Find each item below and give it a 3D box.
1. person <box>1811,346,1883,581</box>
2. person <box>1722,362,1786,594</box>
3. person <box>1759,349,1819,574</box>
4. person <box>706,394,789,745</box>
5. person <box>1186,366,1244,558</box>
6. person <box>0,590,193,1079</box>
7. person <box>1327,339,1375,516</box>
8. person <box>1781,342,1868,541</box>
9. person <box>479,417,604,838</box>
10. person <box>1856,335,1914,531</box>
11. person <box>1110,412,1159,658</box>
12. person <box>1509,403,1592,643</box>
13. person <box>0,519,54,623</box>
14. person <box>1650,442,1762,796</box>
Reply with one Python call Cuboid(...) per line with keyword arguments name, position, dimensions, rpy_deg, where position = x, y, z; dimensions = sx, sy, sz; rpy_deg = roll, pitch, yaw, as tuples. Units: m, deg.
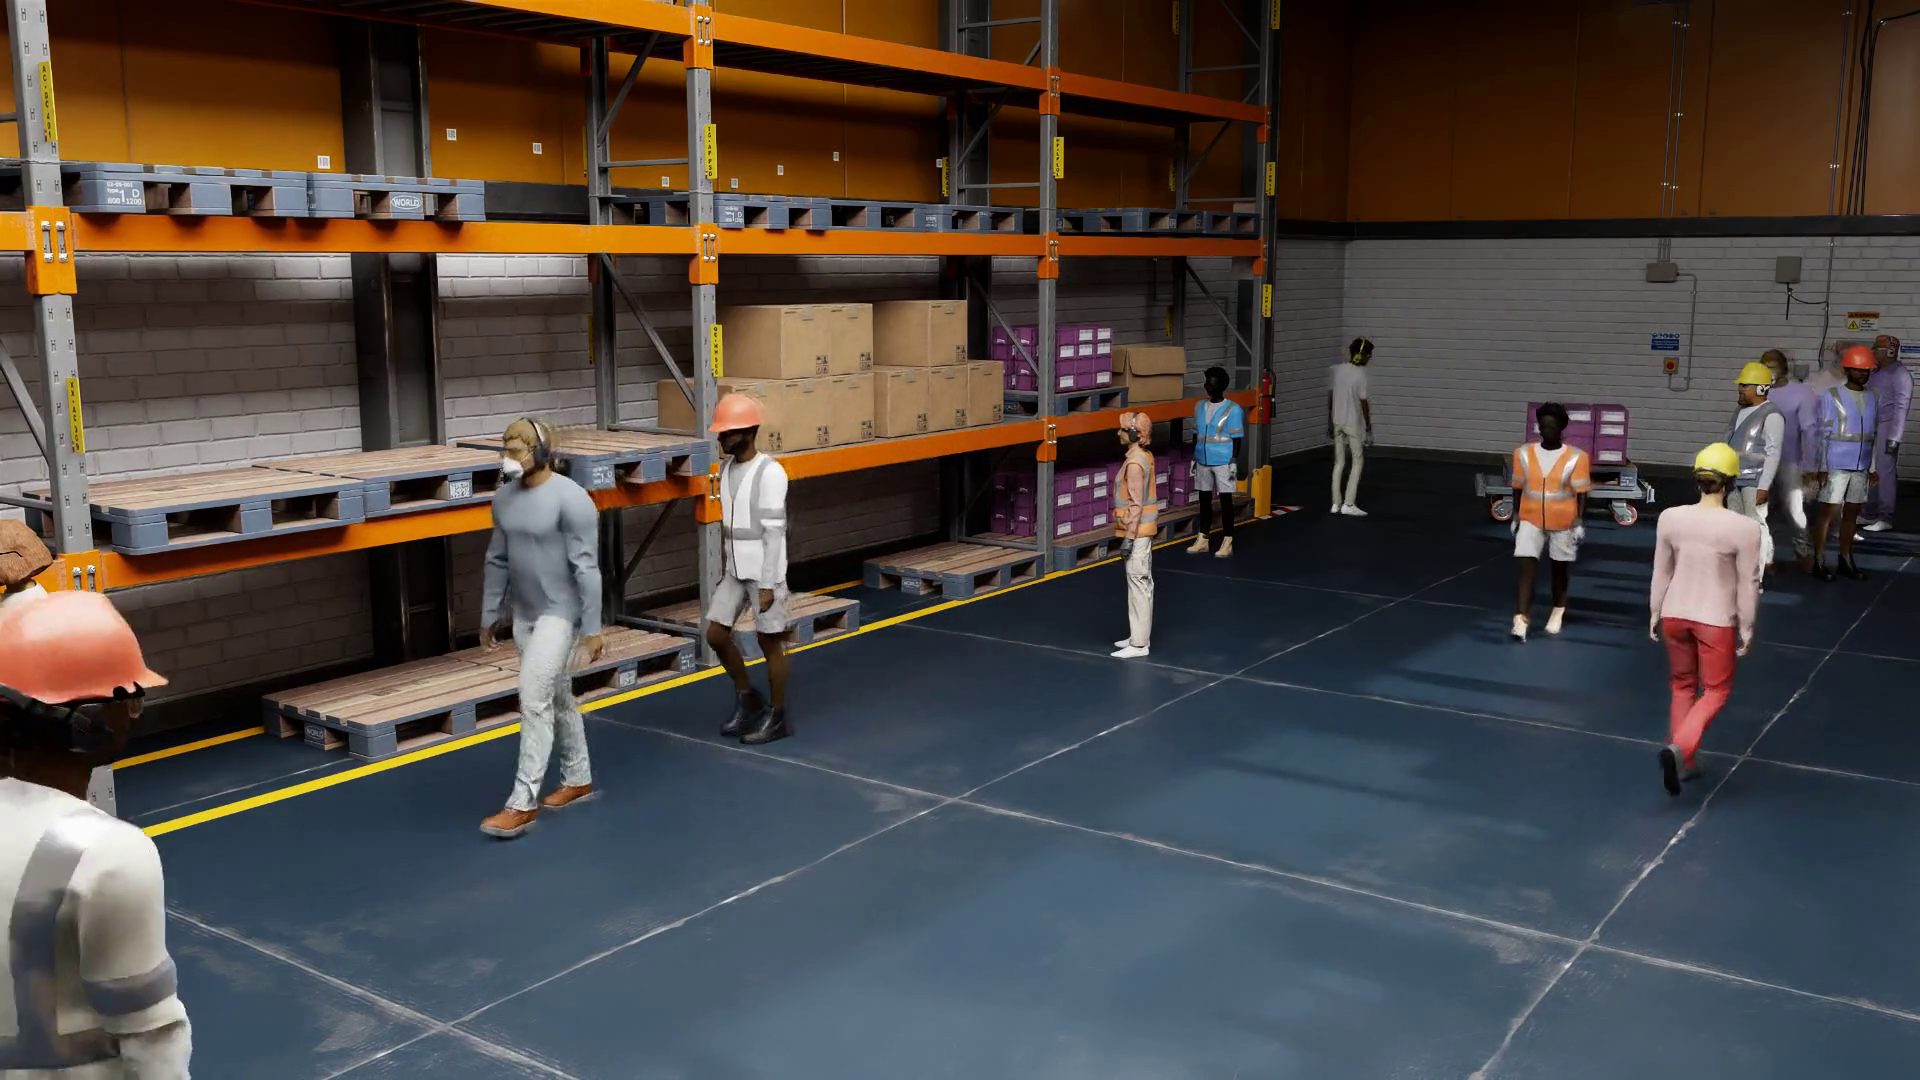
Cuboid(name="person", position=(7.304, -0.625, 13.667), dimensions=(0.542, 1.938, 0.358), rpy_deg=(-2, 10, -9))
Cuboid(name="person", position=(6.226, -0.487, 13.159), dimensions=(0.404, 1.833, 0.590), rpy_deg=(-1, 10, -7))
Cuboid(name="person", position=(6.873, -0.644, 13.905), dimensions=(0.658, 1.905, 0.663), rpy_deg=(-8, 12, -39))
Cuboid(name="person", position=(-1.132, 0.173, 8.985), dimensions=(0.563, 1.920, 0.464), rpy_deg=(9, 13, 42))
Cuboid(name="person", position=(2.265, -0.694, 14.793), dimensions=(0.540, 1.696, 0.316), rpy_deg=(9, 13, 44))
Cuboid(name="person", position=(-1.653, 1.106, 3.100), dimensions=(0.625, 2.031, 0.507), rpy_deg=(7, 12, 36))
Cuboid(name="person", position=(3.988, -1.153, 17.179), dimensions=(0.348, 1.848, 0.570), rpy_deg=(-8, 12, -38))
Cuboid(name="person", position=(8.255, -0.946, 15.766), dimensions=(0.643, 1.883, 0.690), rpy_deg=(-5, 11, -25))
Cuboid(name="person", position=(-2.025, 0.395, 7.693), dimensions=(0.657, 1.903, 0.882), rpy_deg=(8, 12, 38))
Cuboid(name="person", position=(8.967, -1.043, 16.246), dimensions=(0.407, 1.910, 0.639), rpy_deg=(0, 10, 1))
Cuboid(name="person", position=(1.162, -0.034, 11.031), dimensions=(0.310, 1.642, 0.514), rpy_deg=(2, 10, 12))
Cuboid(name="person", position=(4.055, -0.118, 11.488), dimensions=(0.551, 1.644, 0.861), rpy_deg=(6, 11, 30))
Cuboid(name="person", position=(-3.673, 0.721, 6.580), dimensions=(0.277, 1.629, 0.496), rpy_deg=(-6, 11, -32))
Cuboid(name="person", position=(3.606, 0.399, 8.159), dimensions=(0.642, 1.750, 0.529), rpy_deg=(-8, 13, -40))
